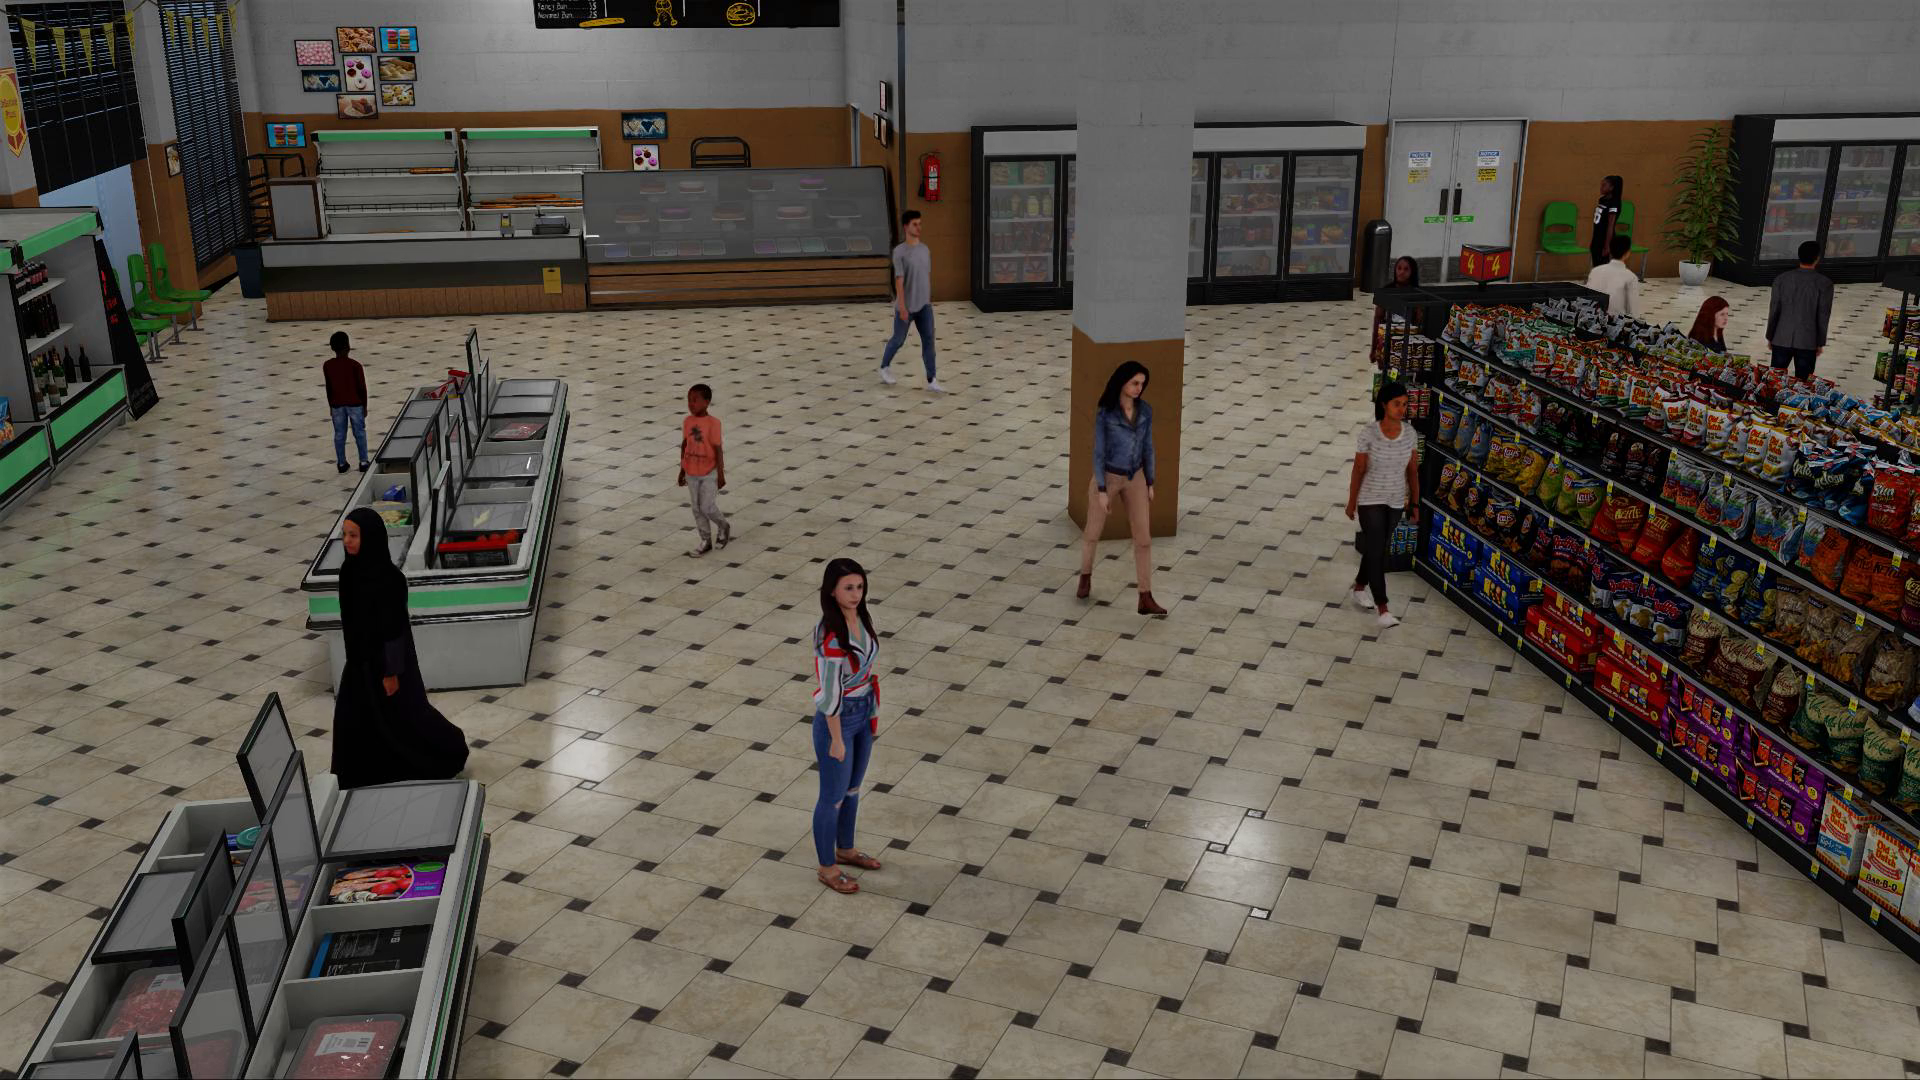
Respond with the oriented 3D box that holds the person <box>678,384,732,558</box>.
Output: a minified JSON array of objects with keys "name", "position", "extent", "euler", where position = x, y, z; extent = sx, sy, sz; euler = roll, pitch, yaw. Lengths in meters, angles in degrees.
[{"name":"person","position":[-1.890,-0.532,12.429],"extent":[0.642,1.302,0.706],"euler":[11,21,29]}]

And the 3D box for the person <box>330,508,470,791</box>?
[{"name":"person","position":[-2.930,0.599,8.612],"extent":[1.046,1.597,1.148],"euler":[11,21,29]}]

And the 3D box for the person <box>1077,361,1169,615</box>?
[{"name":"person","position":[1.028,-0.355,11.249],"extent":[0.679,1.719,1.045],"euler":[-2,19,-7]}]

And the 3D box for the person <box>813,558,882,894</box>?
[{"name":"person","position":[-0.552,0.852,7.838],"extent":[0.721,1.612,0.629],"euler":[9,21,25]}]

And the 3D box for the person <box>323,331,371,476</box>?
[{"name":"person","position":[-5.331,-1.188,14.450],"extent":[0.501,1.254,0.493],"euler":[-2,19,-6]}]

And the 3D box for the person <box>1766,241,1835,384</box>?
[{"name":"person","position":[7.737,-1.832,15.389],"extent":[0.767,1.874,0.839],"euler":[14,23,36]}]

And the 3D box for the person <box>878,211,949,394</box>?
[{"name":"person","position":[-0.564,-2.450,17.269],"extent":[1.108,1.843,1.312],"euler":[-17,25,-40]}]

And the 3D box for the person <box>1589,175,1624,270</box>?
[{"name":"person","position":[8.378,-3.872,21.664],"extent":[0.695,1.730,0.540],"euler":[0,19,-1]}]

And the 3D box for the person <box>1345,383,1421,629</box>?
[{"name":"person","position":[2.775,-0.259,11.145],"extent":[0.640,1.604,1.016],"euler":[-5,19,-14]}]

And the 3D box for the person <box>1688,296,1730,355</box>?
[{"name":"person","position":[5.884,-1.060,13.234],"extent":[0.678,1.788,0.712],"euler":[-16,24,-39]}]

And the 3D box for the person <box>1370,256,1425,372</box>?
[{"name":"person","position":[4.093,-1.798,15.562],"extent":[1.088,1.698,1.162],"euler":[12,22,31]}]

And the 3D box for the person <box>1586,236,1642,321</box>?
[{"name":"person","position":[6.187,-2.010,16.063],"extent":[1.022,1.780,1.081],"euler":[-13,23,-34]}]
